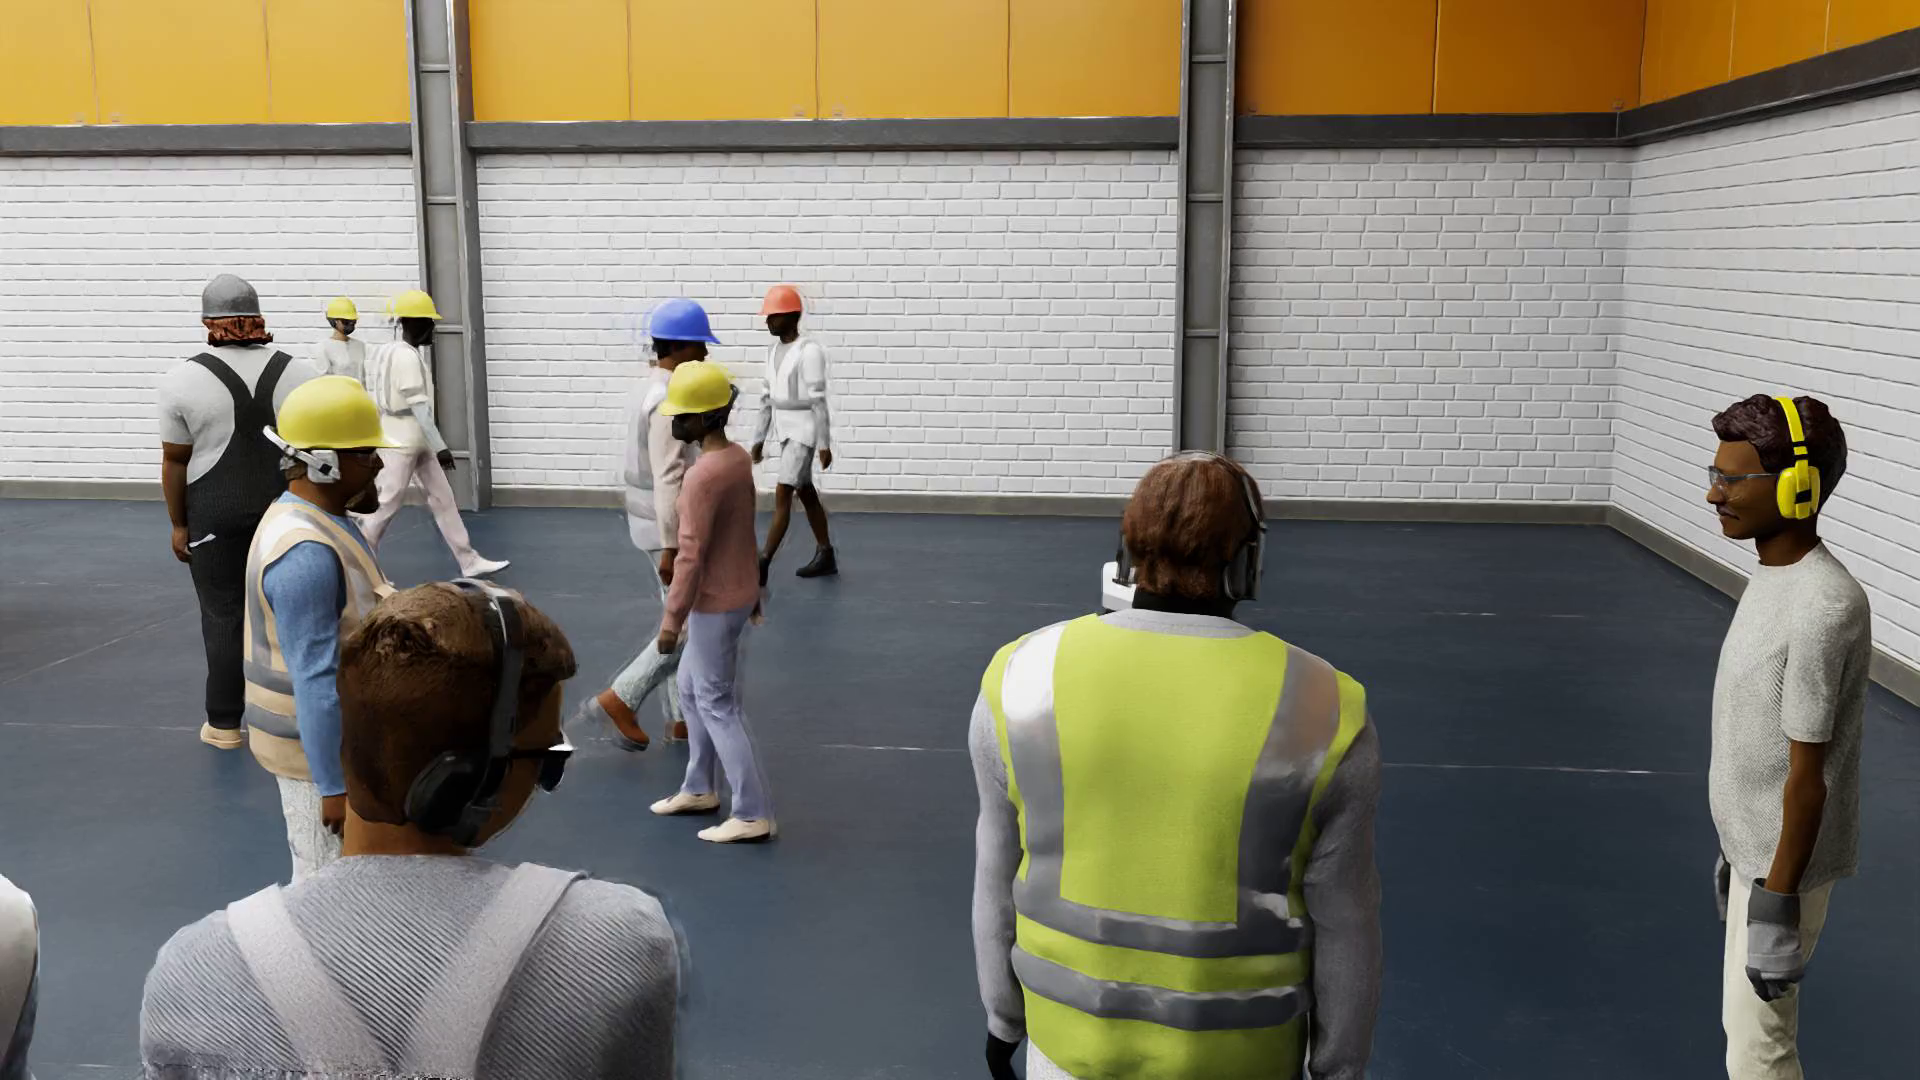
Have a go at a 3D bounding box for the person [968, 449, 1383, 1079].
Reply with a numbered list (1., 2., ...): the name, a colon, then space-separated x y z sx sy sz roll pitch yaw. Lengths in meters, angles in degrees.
1. person: 0.330 0.771 2.607 0.636 1.833 0.429 3 10 17

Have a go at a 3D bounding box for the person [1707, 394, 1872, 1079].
1. person: 1.562 0.644 3.256 0.334 1.860 0.509 3 10 19

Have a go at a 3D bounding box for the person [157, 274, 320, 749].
1. person: -3.093 -0.139 7.205 0.686 2.000 0.535 -8 12 -37

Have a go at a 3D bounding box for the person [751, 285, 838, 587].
1. person: -1.152 -0.655 10.578 0.946 1.890 0.568 -7 12 -34

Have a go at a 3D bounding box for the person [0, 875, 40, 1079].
1. person: -1.148 0.936 1.584 0.593 1.870 1.015 -10 14 -44

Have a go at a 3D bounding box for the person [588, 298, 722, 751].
1. person: -1.238 -0.042 6.967 0.551 1.927 0.624 -3 10 -17

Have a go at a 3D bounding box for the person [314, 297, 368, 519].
1. person: -4.773 -1.003 12.953 0.331 1.766 0.533 4 11 22

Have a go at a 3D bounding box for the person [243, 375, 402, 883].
1. person: -1.558 0.503 4.170 0.404 1.824 0.585 -3 10 -15

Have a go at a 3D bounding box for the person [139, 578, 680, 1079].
1. person: -0.545 0.939 1.680 0.544 1.815 0.561 -2 10 -9

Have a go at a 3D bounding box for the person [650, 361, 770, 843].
1. person: -0.954 0.229 5.967 0.623 1.735 0.570 2 10 9

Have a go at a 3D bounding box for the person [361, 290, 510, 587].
1. person: -3.447 -0.629 10.507 1.016 1.875 0.605 -2 10 -12
